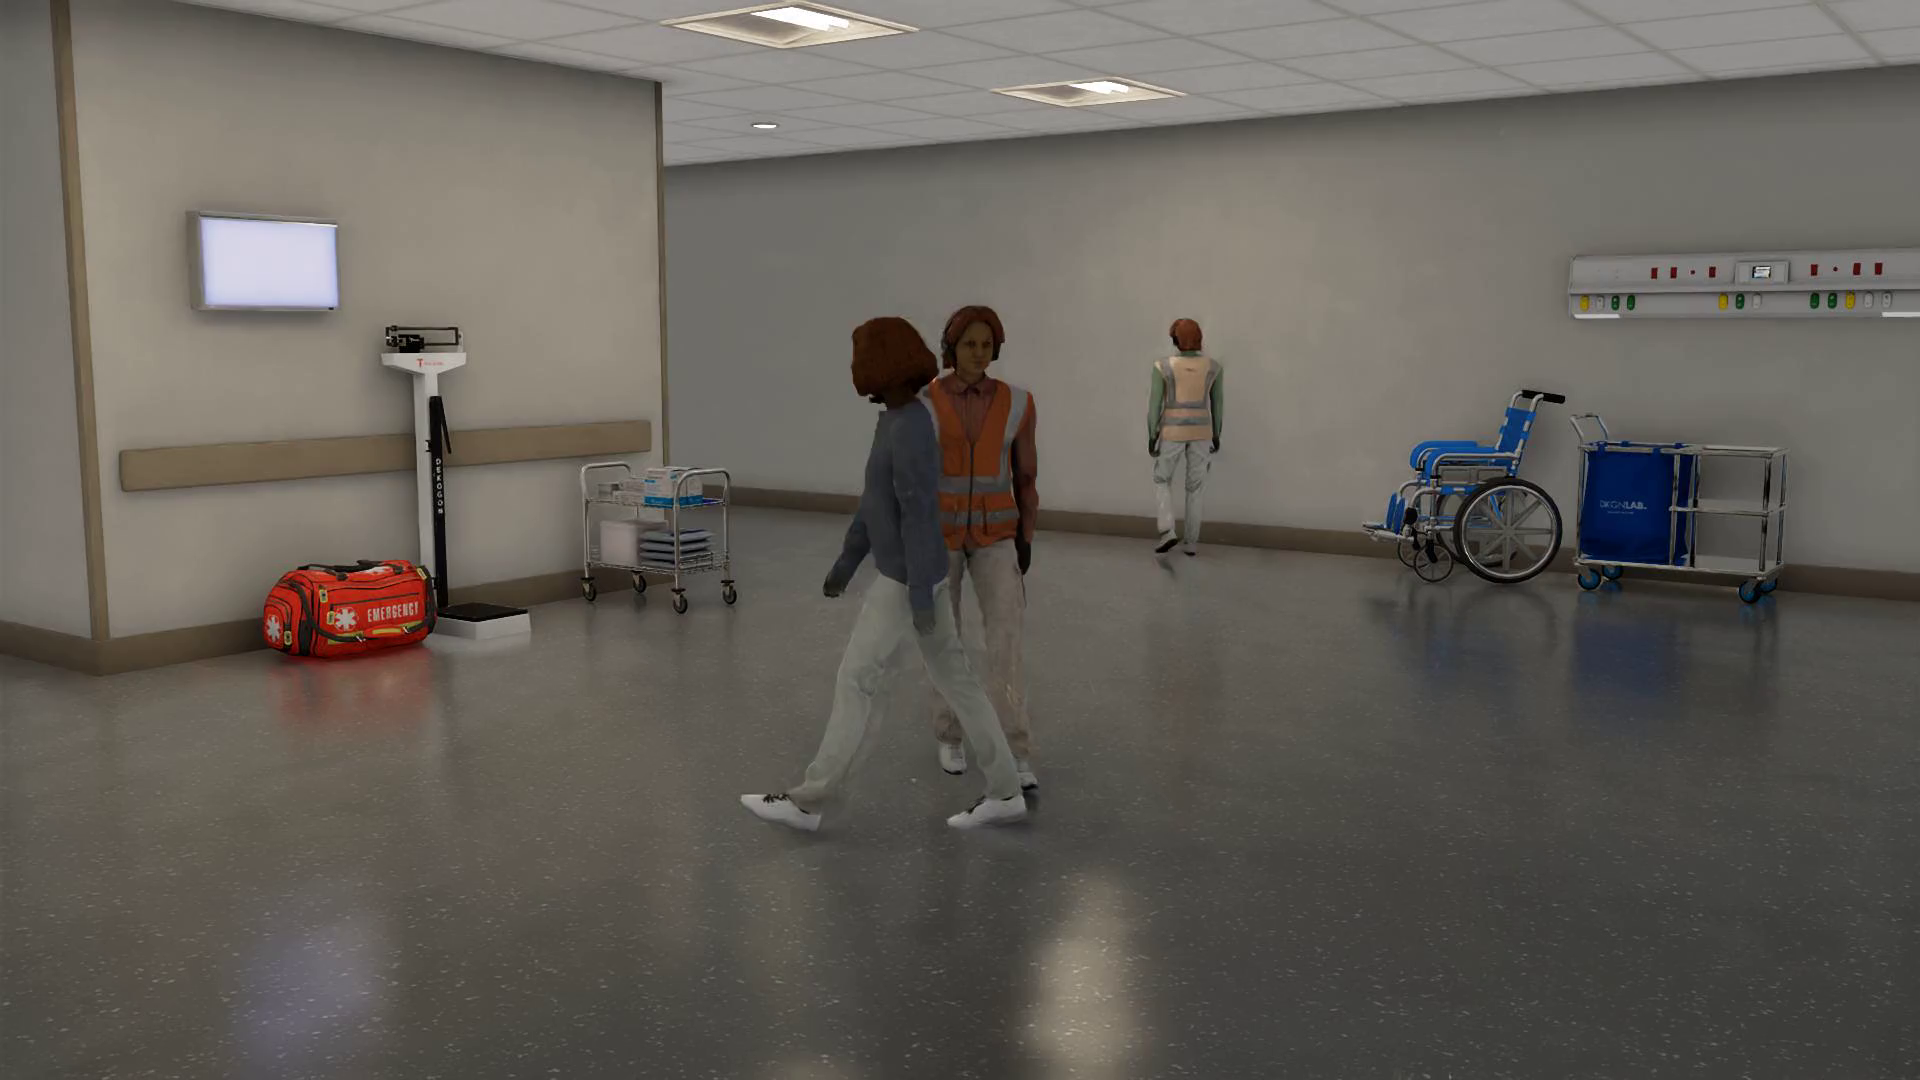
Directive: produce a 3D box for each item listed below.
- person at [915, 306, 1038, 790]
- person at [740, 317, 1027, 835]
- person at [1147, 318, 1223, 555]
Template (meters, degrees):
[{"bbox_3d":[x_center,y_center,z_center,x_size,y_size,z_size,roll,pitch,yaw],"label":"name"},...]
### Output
[{"bbox_3d":[0.032,0.032,5.584,0.527,1.613,0.699,-1,7,-8],"label":"person"},{"bbox_3d":[-0.196,0.118,5.055,0.880,1.575,0.490,0,7,1],"label":"person"},{"bbox_3d":[1.534,-0.693,11.357,0.537,1.633,0.397,-1,7,-5],"label":"person"}]
